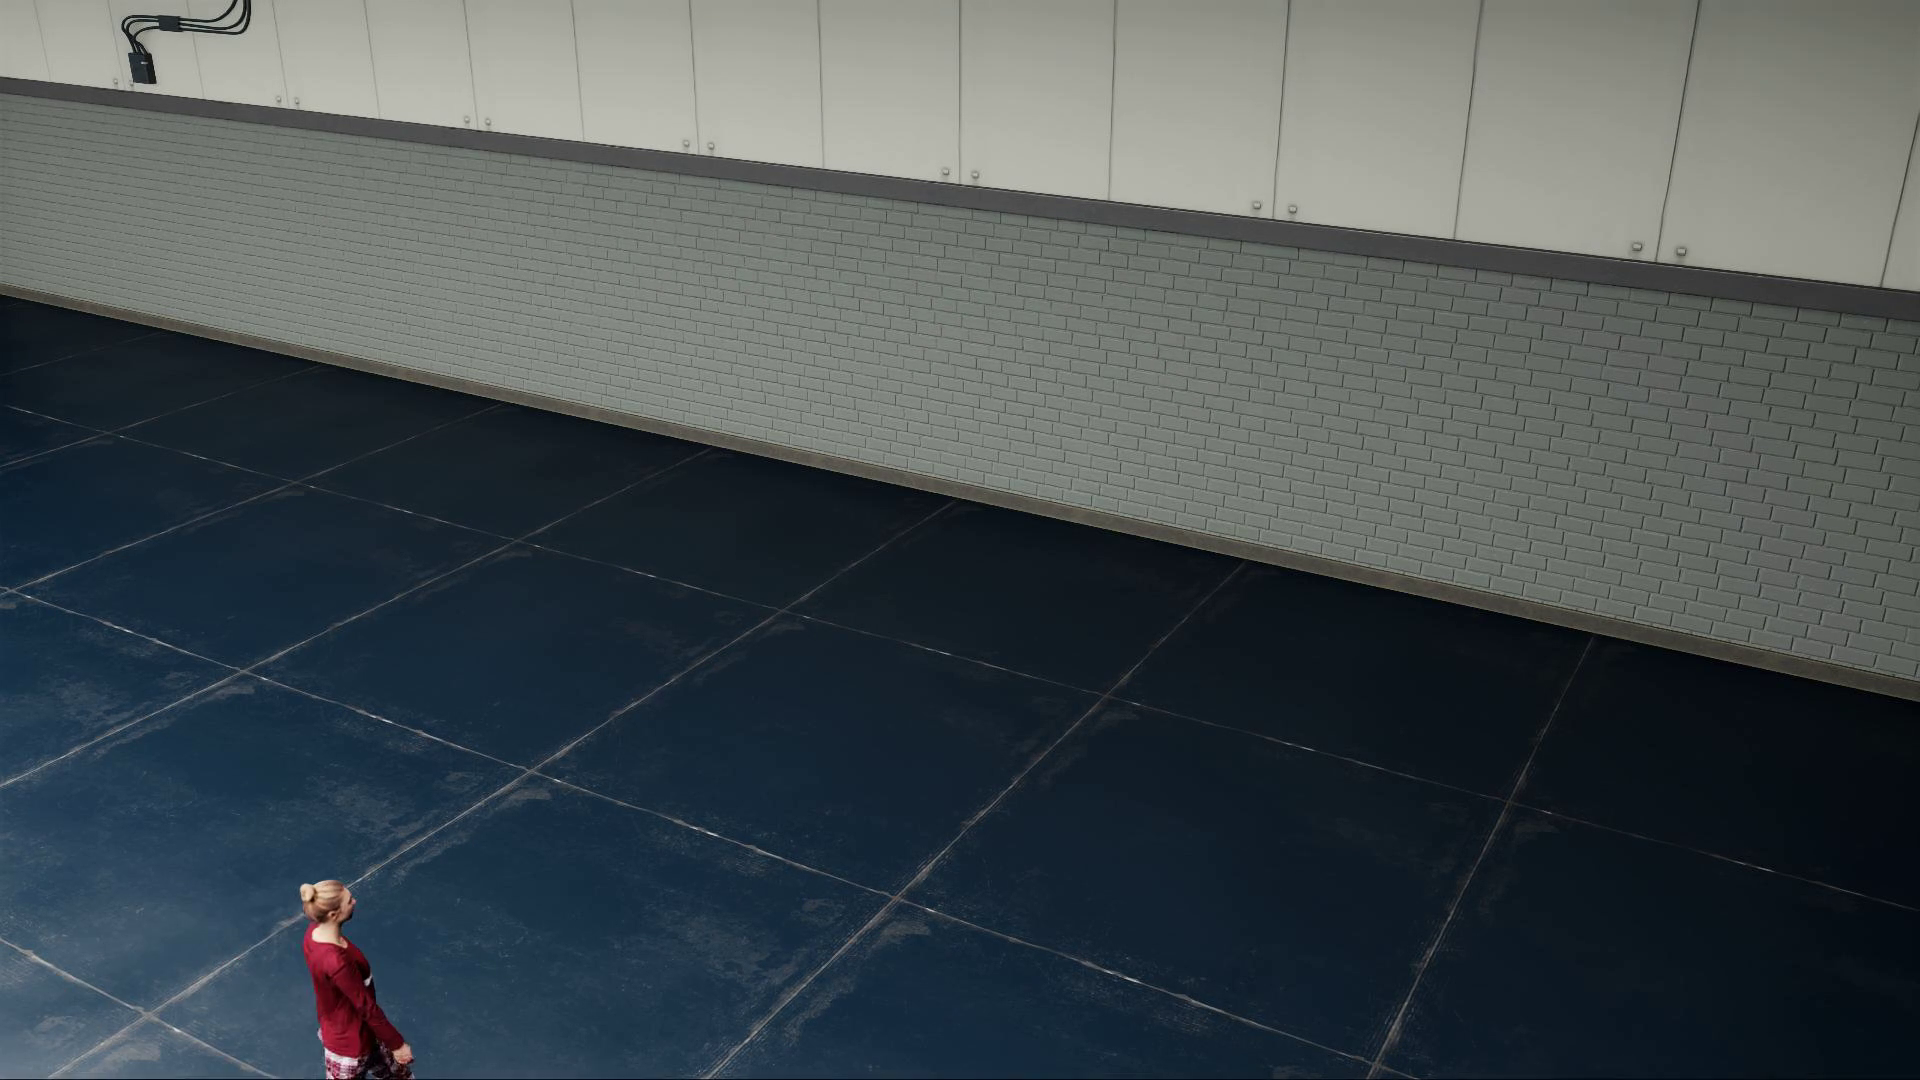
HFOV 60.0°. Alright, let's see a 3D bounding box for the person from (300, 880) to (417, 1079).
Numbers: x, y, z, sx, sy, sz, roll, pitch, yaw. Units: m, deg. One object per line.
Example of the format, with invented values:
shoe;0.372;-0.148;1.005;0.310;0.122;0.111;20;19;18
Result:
person;-2.905;2.352;7.716;1.181;1.651;0.977;-13;26;-28
